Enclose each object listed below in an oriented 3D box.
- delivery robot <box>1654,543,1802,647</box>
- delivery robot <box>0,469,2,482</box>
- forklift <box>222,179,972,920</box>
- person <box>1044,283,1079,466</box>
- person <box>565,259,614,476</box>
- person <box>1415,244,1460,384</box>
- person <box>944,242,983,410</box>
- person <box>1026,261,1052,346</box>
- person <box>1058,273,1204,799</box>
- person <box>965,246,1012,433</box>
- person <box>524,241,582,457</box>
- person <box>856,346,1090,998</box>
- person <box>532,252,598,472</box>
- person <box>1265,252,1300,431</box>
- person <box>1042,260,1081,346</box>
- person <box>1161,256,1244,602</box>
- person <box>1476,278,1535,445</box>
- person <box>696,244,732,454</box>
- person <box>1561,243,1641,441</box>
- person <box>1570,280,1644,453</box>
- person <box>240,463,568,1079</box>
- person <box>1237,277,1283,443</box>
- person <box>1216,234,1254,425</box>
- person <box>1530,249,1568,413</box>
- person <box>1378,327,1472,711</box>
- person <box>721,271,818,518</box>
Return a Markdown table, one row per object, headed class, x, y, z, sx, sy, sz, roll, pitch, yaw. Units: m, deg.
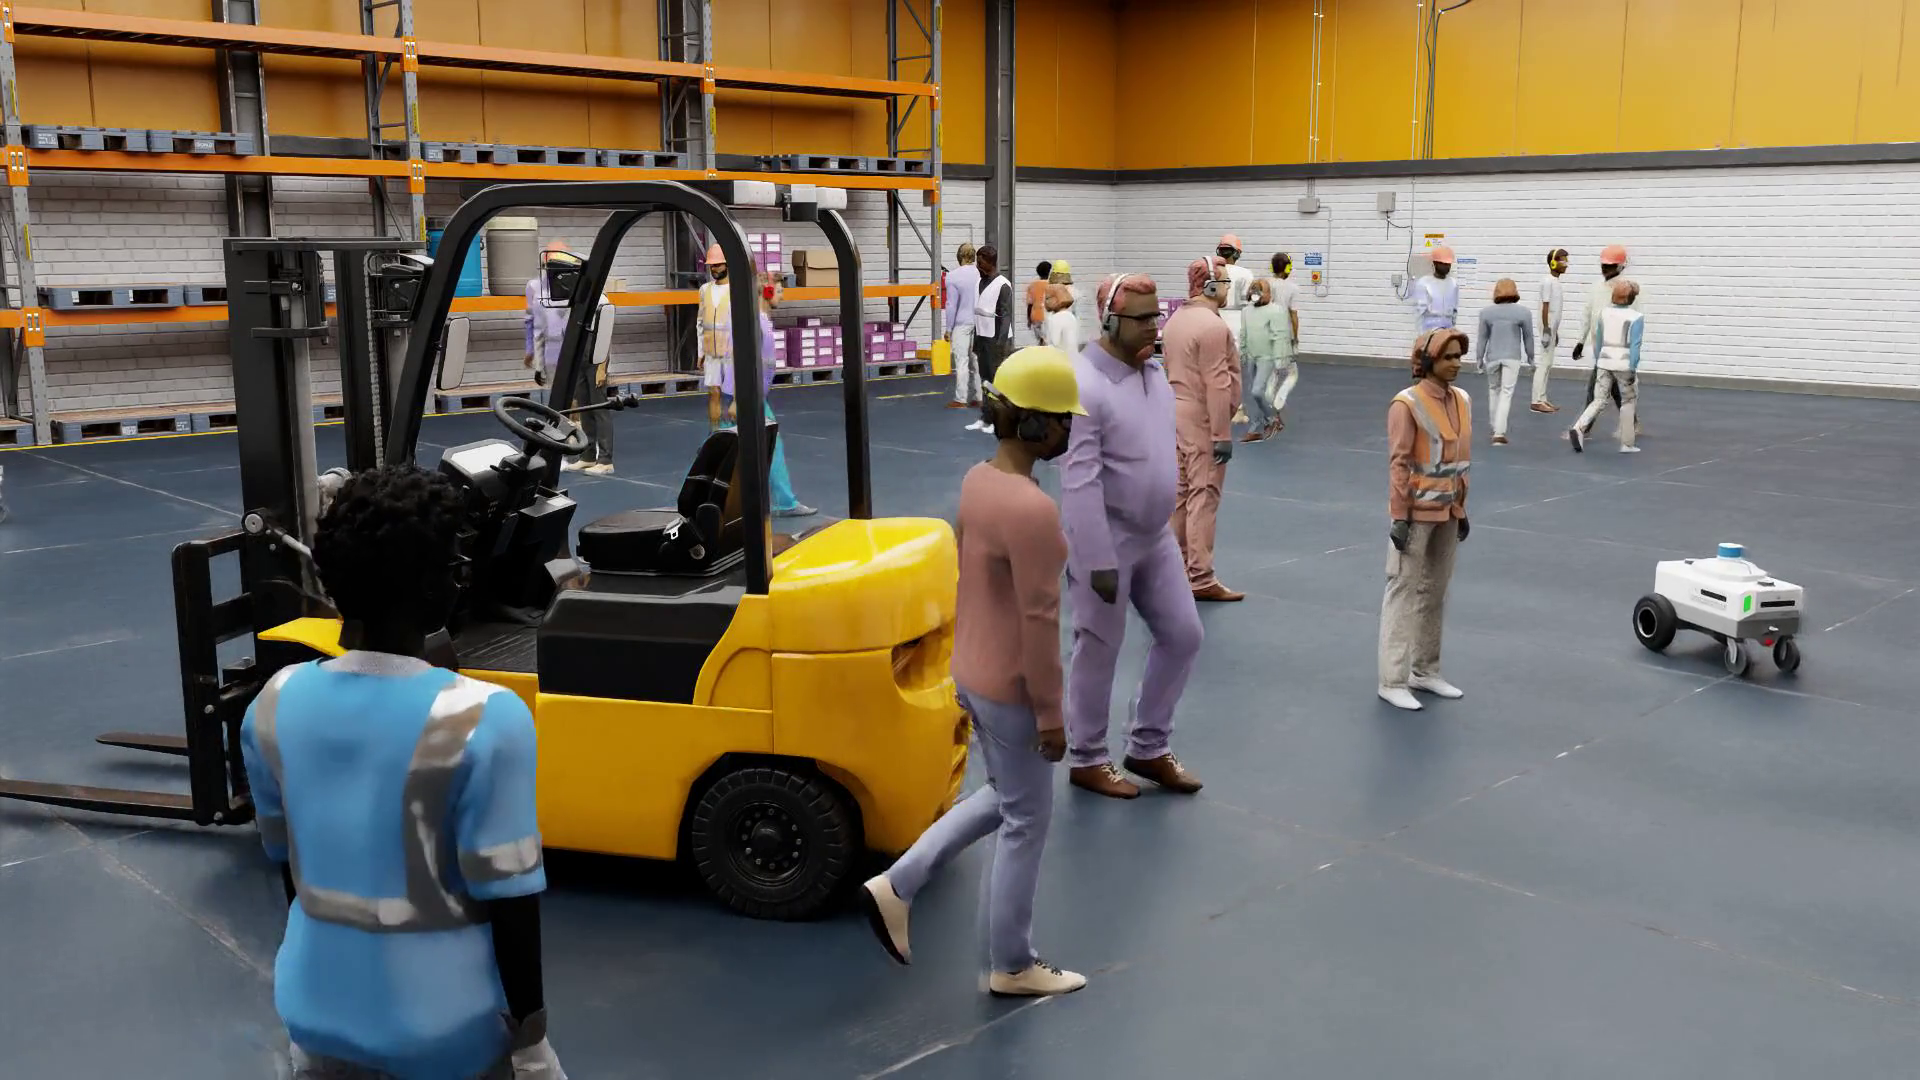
| class | x | y | z | sx | sy | sz | roll | pitch | yaw |
| --- | --- | --- | --- | --- | --- | --- | --- | --- | --- |
| delivery robot | 3.653 | 0.260 | 7.926 | 0.477 | 0.478 | 0.707 | -2 | 11 | -13 |
| delivery robot | -7.044 | -0.394 | 11.492 | 0.707 | 0.478 | 0.477 | -2 | 10 | -9 |
| forklift | -1.114 | -0.058 | 5.440 | 2.313 | 2.155 | 1.214 | 2 | 11 | 13 |
| person | 0.932 | -1.475 | 14.823 | 0.458 | 1.592 | 0.688 | 5 | 11 | 24 |
| person | -3.146 | -1.470 | 14.096 | 0.508 | 1.847 | 0.345 | 10 | 14 | 44 |
| person | 5.207 | -2.249 | 18.140 | 0.546 | 1.923 | 0.402 | -2 | 11 | -13 |
| person | 0.078 | -2.478 | 19.338 | 0.632 | 1.940 | 0.372 | -8 | 13 | -36 |
| person | 1.175 | -3.173 | 23.888 | 0.522 | 1.660 | 0.878 | 7 | 13 | 35 |
| person | 0.639 | 0.014 | 5.883 | 0.619 | 1.886 | 0.653 | 9 | 13 | 39 |
| person | 0.324 | -2.065 | 17.157 | 0.390 | 1.913 | 0.587 | -6 | 12 | -29 |
| person | -3.623 | -1.762 | 15.358 | 0.650 | 1.984 | 0.942 | 4 | 11 | 19 |
| person | 0.065 | 0.374 | 4.299 | 0.562 | 1.741 | 0.545 | -3 | 11 | -16 |
| person | -3.404 | -1.572 | 14.506 | 0.610 | 1.901 | 0.801 | 0 | 10 | 0 |
| person | 3.296 | -2.039 | 17.162 | 0.541 | 1.852 | 0.390 | 8 | 13 | 38 |
| person | 1.143 | -2.319 | 19.005 | 0.487 | 1.744 | 0.294 | -6 | 12 | -30 |
| person | 1.368 | -0.619 | 9.283 | 0.404 | 1.911 | 0.636 | -3 | 11 | -15 |
| person | 5.340 | -1.743 | 16.245 | 0.511 | 1.601 | 0.784 | 7 | 12 | 33 |
| person | -2.186 | -1.740 | 15.309 | 0.542 | 1.939 | 0.361 | 4 | 11 | 20 |
| person | 6.435 | -1.954 | 16.475 | 0.815 | 1.979 | 0.620 | -2 | 11 | -12 |
| person | 6.021 | -1.588 | 15.388 | 0.711 | 1.618 | 0.517 | -6 | 12 | -31 |
| person | -0.832 | 0.718 | 2.573 | 0.552 | 1.683 | 0.361 | 4 | 11 | 22 |
| person | 2.887 | -1.729 | 16.100 | 0.365 | 1.618 | 0.600 | -7 | 12 | -33 |
| person | 2.870 | -2.254 | 17.850 | 0.606 | 2.037 | 0.382 | 5 | 12 | 26 |
| person | 6.780 | -2.399 | 19.096 | 0.310 | 1.868 | 0.532 | 6 | 12 | 30 |
| person | 2.016 | -0.097 | 7.171 | 0.522 | 1.638 | 0.310 | -9 | 13 | -39 |
| person | -1.523 | -1.021 | 11.847 | 0.931 | 1.781 | 0.615 | -2 | 11 | -10 |
